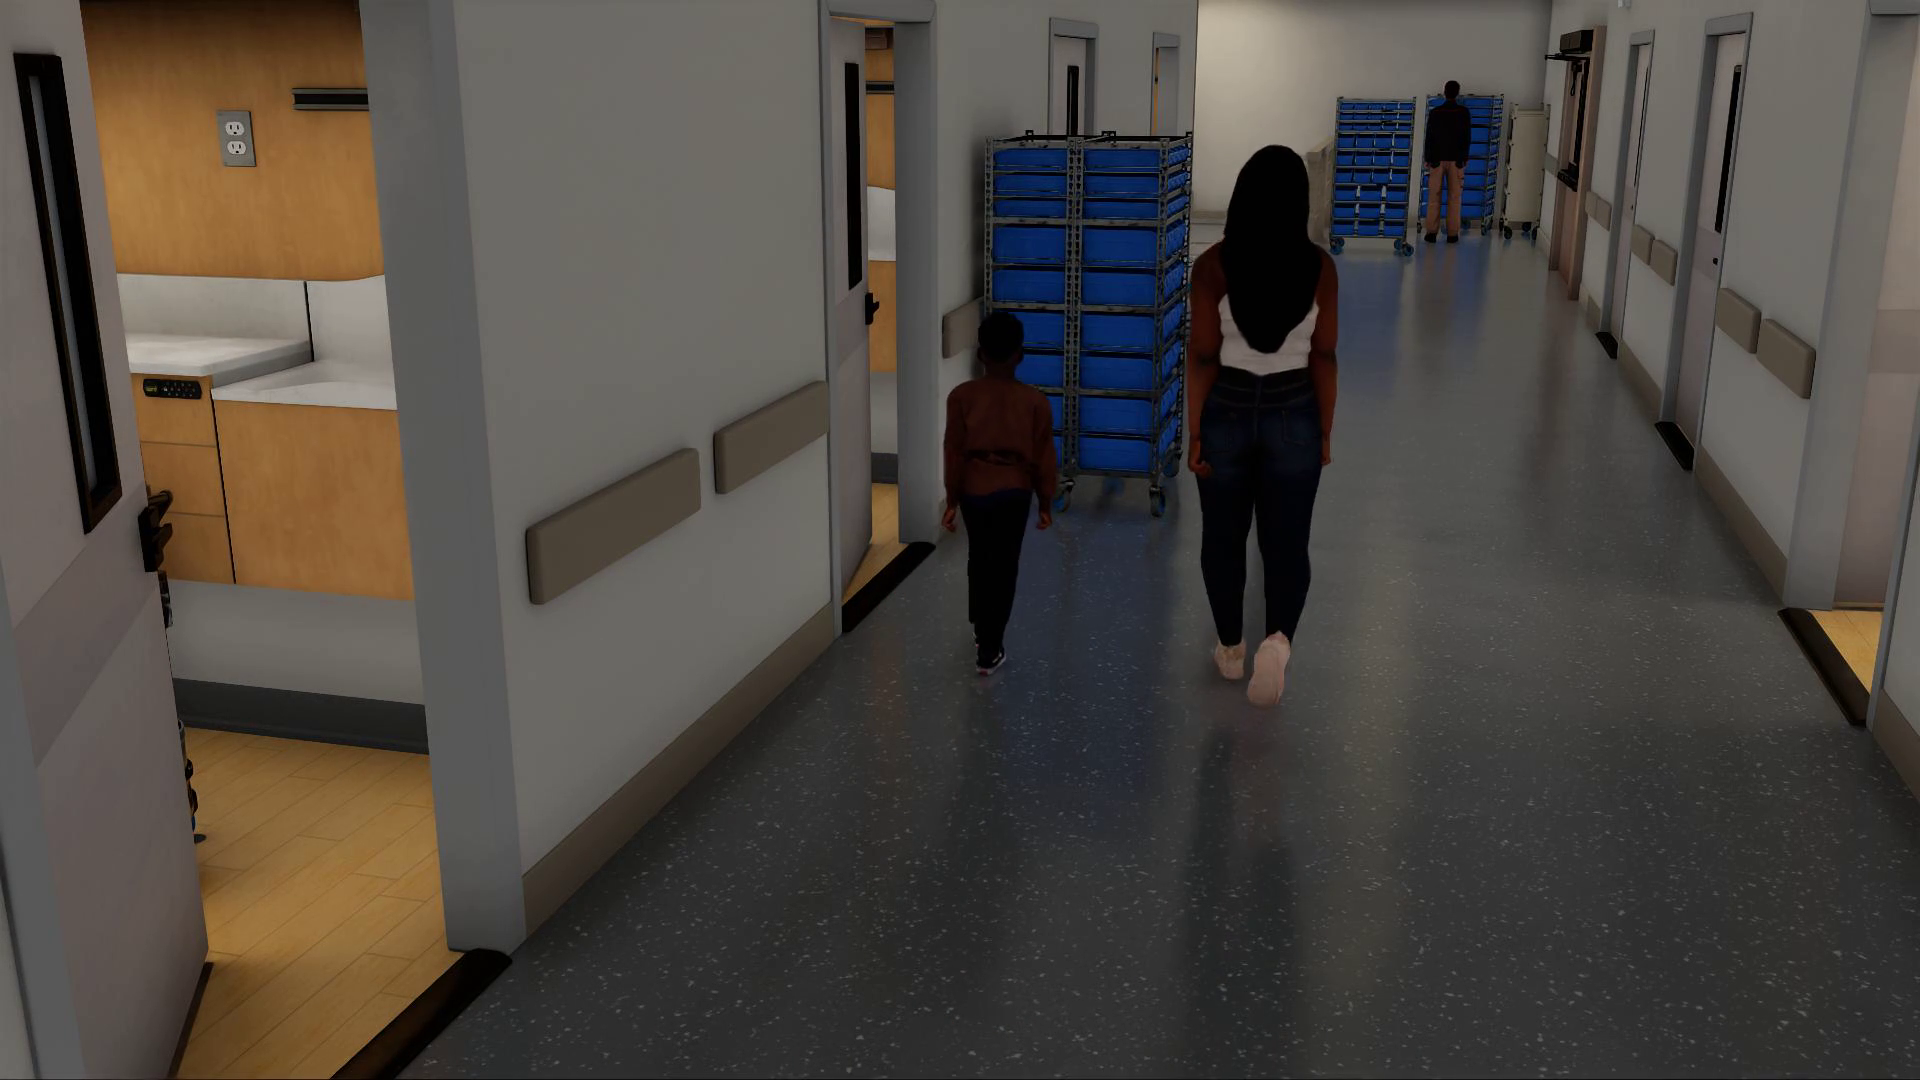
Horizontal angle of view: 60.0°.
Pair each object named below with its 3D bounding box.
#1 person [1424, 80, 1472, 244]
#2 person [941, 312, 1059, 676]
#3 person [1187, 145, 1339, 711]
[{"bbox_3d":[5.925,-4.608,20.262,0.702,1.925,0.607,3,16,11],"label":"person"},{"bbox_3d":[0.109,-0.140,5.672,0.550,1.241,0.649,3,16,12],"label":"person"},{"bbox_3d":[0.951,-0.311,5.285,0.697,1.782,1.109,2,16,9],"label":"person"}]
